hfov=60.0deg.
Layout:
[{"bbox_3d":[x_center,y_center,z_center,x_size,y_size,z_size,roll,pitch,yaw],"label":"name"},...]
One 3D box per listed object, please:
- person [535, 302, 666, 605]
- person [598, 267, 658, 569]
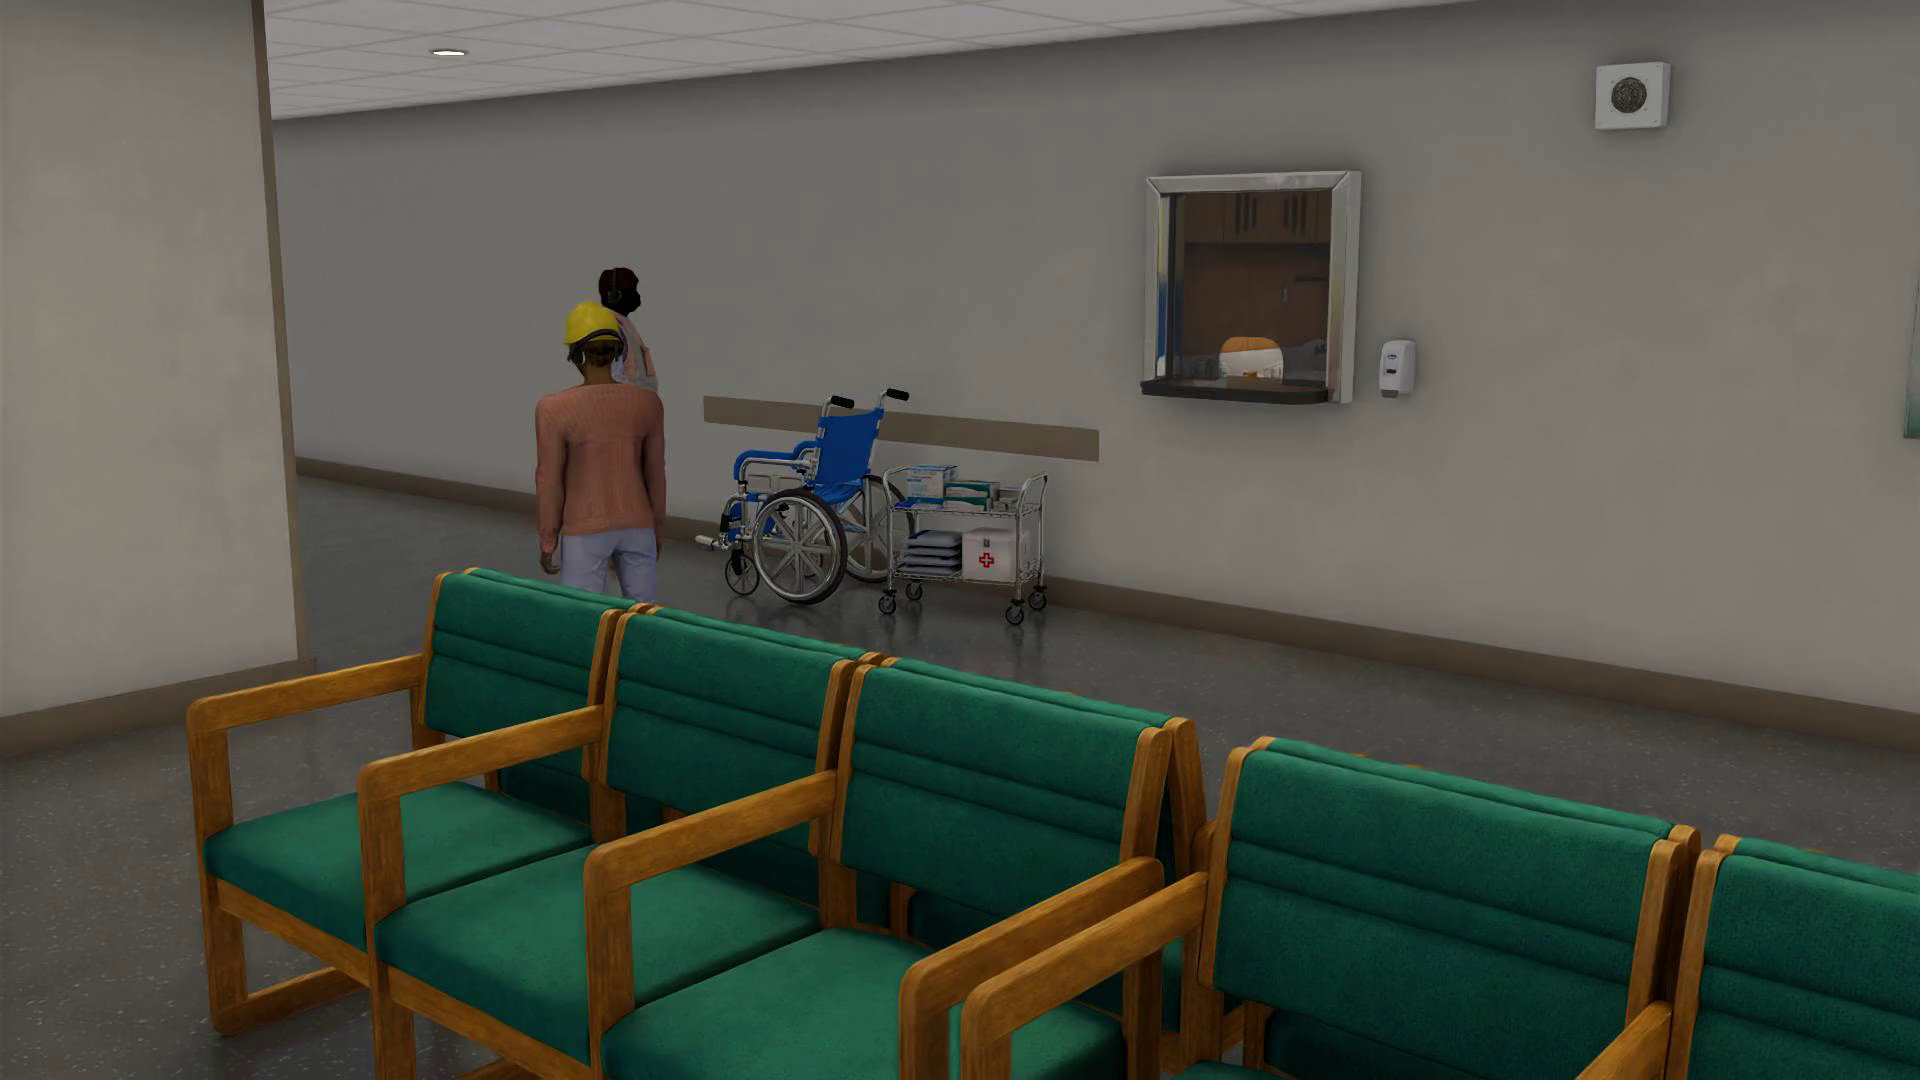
[{"bbox_3d":[-1.376,-0.029,6.396,0.522,1.758,0.350,-7,12,-35],"label":"person"},{"bbox_3d":[-2.065,-0.744,10.221,0.429,1.844,0.627,-2,10,-9],"label":"person"}]
